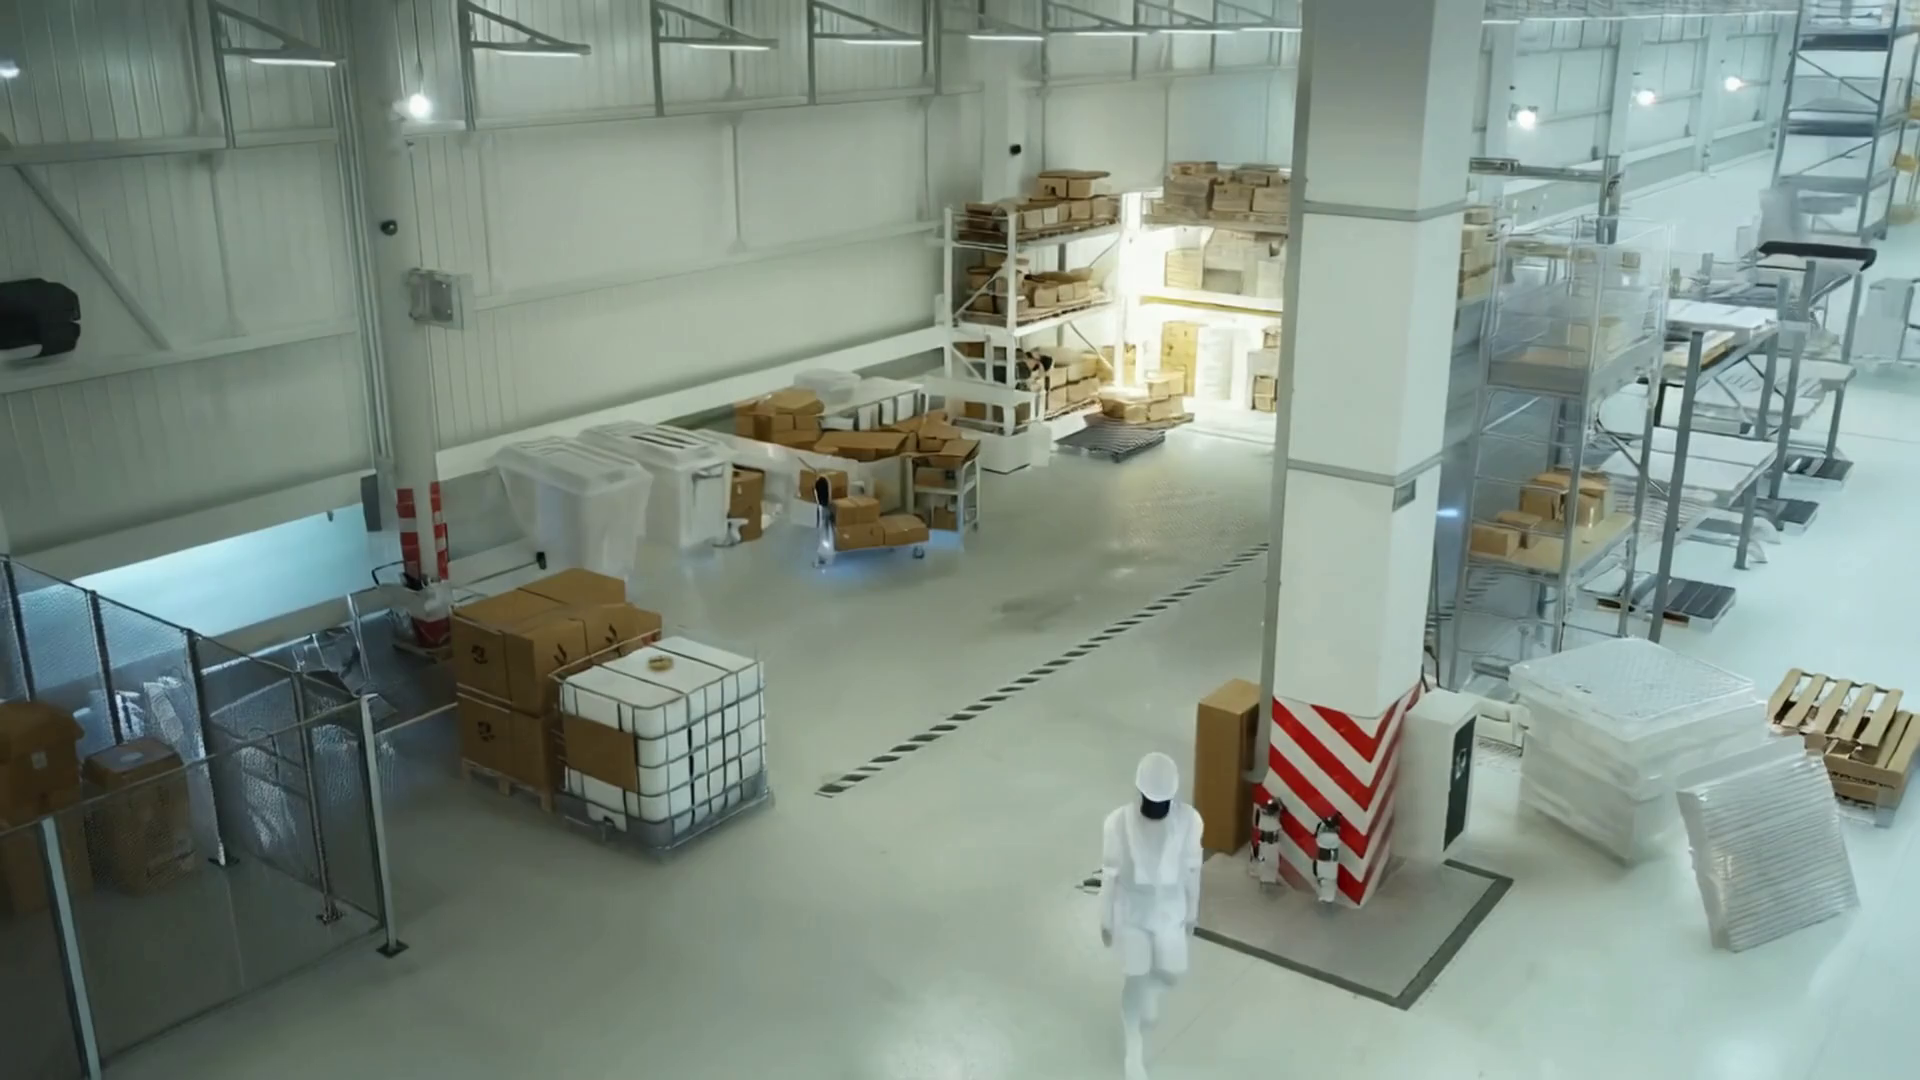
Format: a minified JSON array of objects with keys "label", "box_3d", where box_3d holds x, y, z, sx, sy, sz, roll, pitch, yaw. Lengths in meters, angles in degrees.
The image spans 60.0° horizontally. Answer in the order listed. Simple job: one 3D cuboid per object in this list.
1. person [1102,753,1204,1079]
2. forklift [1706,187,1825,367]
[{"label":"person","box_3d":[1.030,1.987,9.070,0.547,1.922,0.615,-1,18,-3]},{"label":"forklift","box_3d":[12.725,-4.120,26.228,1.873,2.768,1.129,13,22,34]}]
